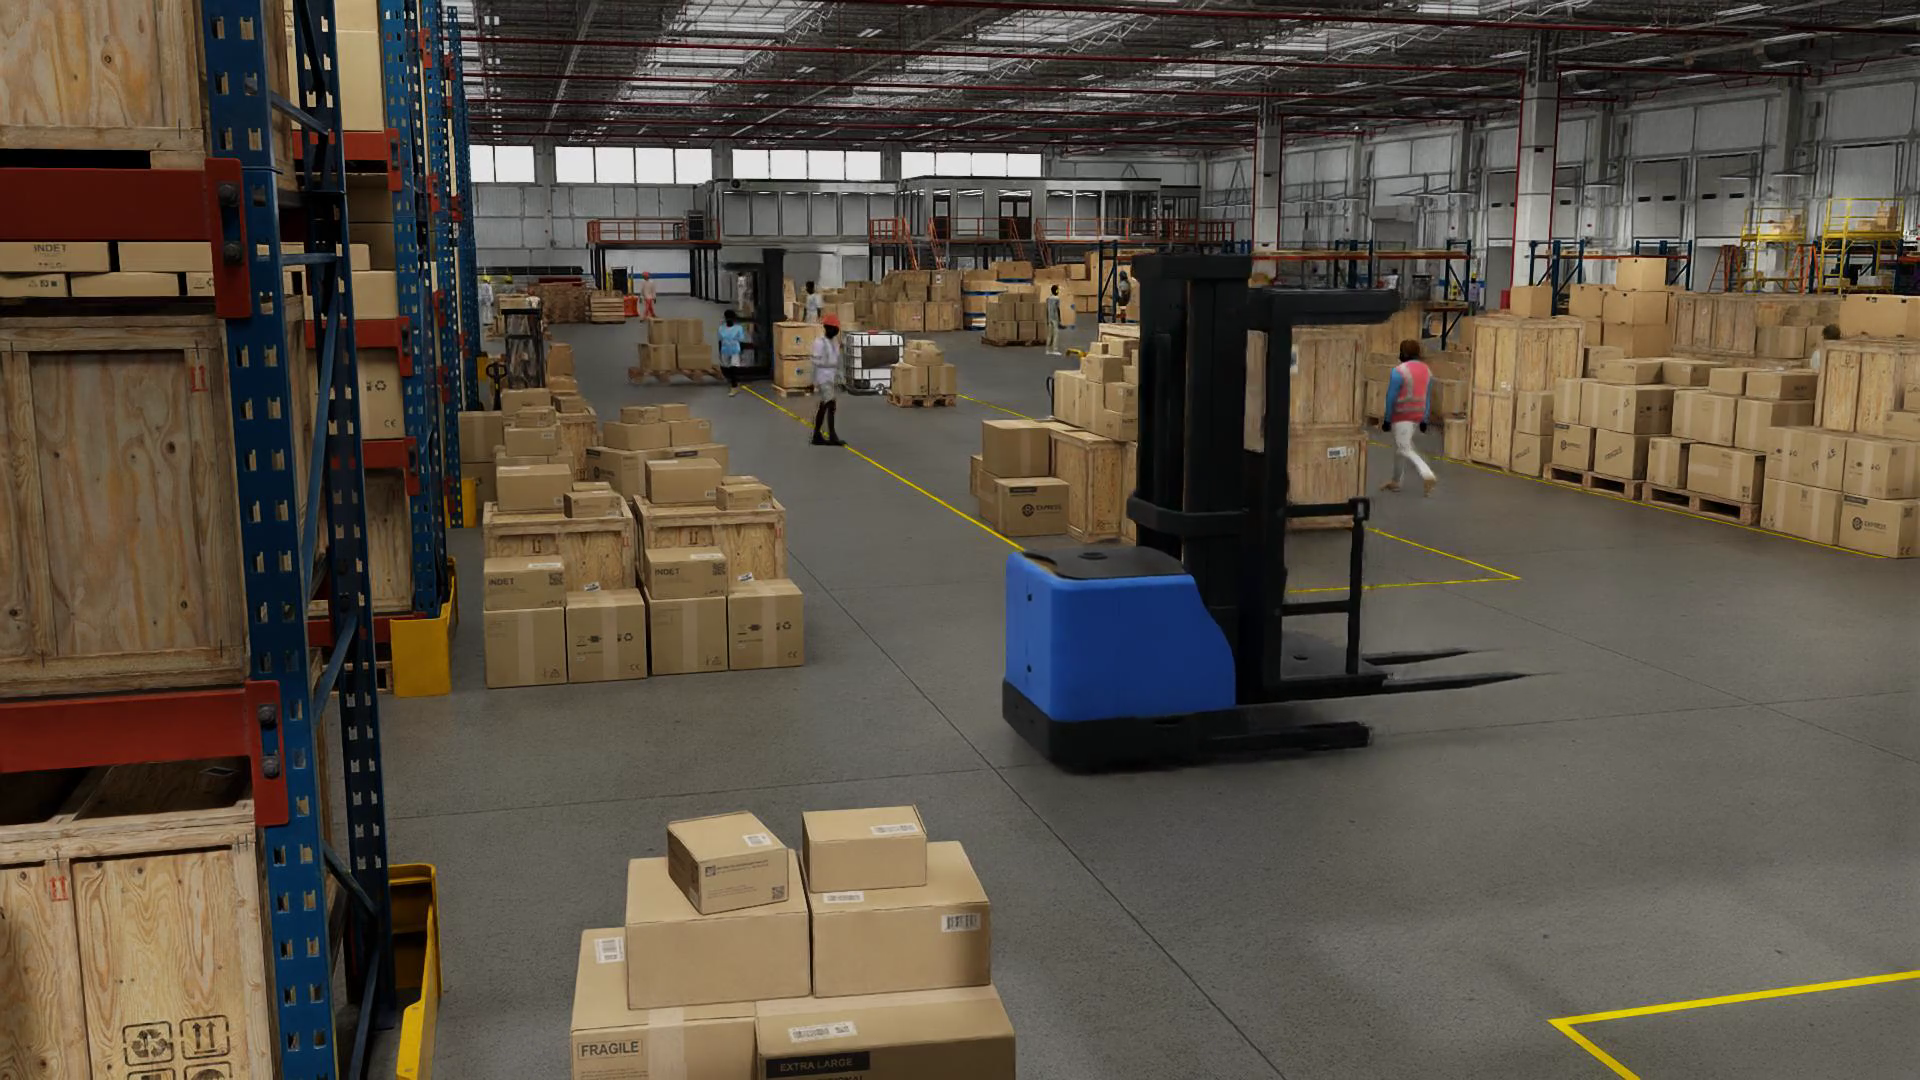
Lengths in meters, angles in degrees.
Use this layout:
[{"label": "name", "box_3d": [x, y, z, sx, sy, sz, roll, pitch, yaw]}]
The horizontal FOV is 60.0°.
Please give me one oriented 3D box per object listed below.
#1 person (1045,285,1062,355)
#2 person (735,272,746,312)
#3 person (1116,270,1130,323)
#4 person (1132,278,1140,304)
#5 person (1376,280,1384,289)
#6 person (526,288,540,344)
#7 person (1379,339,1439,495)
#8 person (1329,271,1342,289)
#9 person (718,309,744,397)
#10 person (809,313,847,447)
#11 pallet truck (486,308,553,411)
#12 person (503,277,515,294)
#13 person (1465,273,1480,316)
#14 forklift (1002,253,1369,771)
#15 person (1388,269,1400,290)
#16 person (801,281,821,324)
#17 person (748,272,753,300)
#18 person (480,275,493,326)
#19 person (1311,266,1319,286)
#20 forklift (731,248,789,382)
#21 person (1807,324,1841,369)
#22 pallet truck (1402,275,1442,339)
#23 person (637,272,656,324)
[{"label": "person", "box_3d": [2.488, -5.830, 44.091, 0.325, 1.860, 0.511, -9, 13, -40]}, {"label": "person", "box_3d": [-9.528, -10.937, 73.005, 0.742, 1.866, 0.582, -6, 12, -30]}, {"label": "person", "box_3d": [5.666, -8.405, 58.145, 0.535, 2.000, 0.674, 4, 11, 21]}, {"label": "person", "box_3d": [6.223, -8.282, 57.796, 0.549, 1.916, 0.426, 8, 13, 37]}, {"label": "person", "box_3d": [12.127, -6.558, 48.119, 0.573, 1.887, 0.355, 4, 11, 19]}, {"label": "person", "box_3d": [-12.638, -6.637, 49.276, 0.312, 1.638, 0.512, 8, 13, 39]}, {"label": "person", "box_3d": [5.213, -1.413, 19.214, 0.618, 1.810, 0.814, -9, 13, -40]}, {"label": "person", "box_3d": [19.390, -13.175, 85.826, 0.661, 1.810, 0.559, 0, 10, -3]}, {"label": "person", "box_3d": [-4.371, -3.576, 31.774, 0.544, 1.681, 0.387, 3, 10, 14]}, {"label": "person", "box_3d": [-1.841, -2.286, 23.855, 0.786, 1.903, 0.575, 4, 11, 24]}, {"label": "pallet truck", "box_3d": [-6.242, -2.418, 24.362, 0.823, 1.965, 1.885, 1, 10, 3]}, {"label": "person", "box_3d": [-17.357, -9.285, 64.100, 0.500, 1.696, 0.907, 0, 10, 1]}, {"label": "person", "box_3d": [18.361, -8.597, 59.594, 0.581, 1.919, 0.391, -2, 10, -9]}, {"label": "forklift", "box_3d": [1.269, -0.230, 9.478, 1.873, 2.768, 1.129, -3, 10, -15]}, {"label": "person", "box_3d": [19.617, -11.320, 75.164, 1.032, 1.861, 0.613, -9, 14, -42]}, {"label": "person", "box_3d": [-4.090, -6.036, 45.053, 0.939, 1.920, 0.619, -5, 11, -26]}, {"label": "person", "box_3d": [-9.832, -12.052, 79.387, 0.455, 1.829, 0.541, 6, 11, 29]}, {"label": "person", "box_3d": [-17.013, -8.610, 59.902, 0.600, 1.827, 0.403, 7, 12, 36]}, {"label": "person", "box_3d": [16.341, -11.626, 76.643, 0.404, 1.945, 0.615, 2, 10, 14]}, {"label": "forklift", "box_3d": [-3.924, -4.790, 35.297, 1.873, 2.768, 1.129, -3, 10, -15]}, {"label": "person", "box_3d": [11.098, -1.824, 21.350, 0.628, 1.873, 1.066, -5, 11, -28]}, {"label": "pallet truck", "box_3d": [14.620, -7.324, 52.145, 0.823, 1.965, 1.885, 8, 13, 40]}, {"label": "person", "box_3d": [-11.604, -8.961, 61.587, 0.645, 1.933, 1.037, 8, 13, 38]}]
